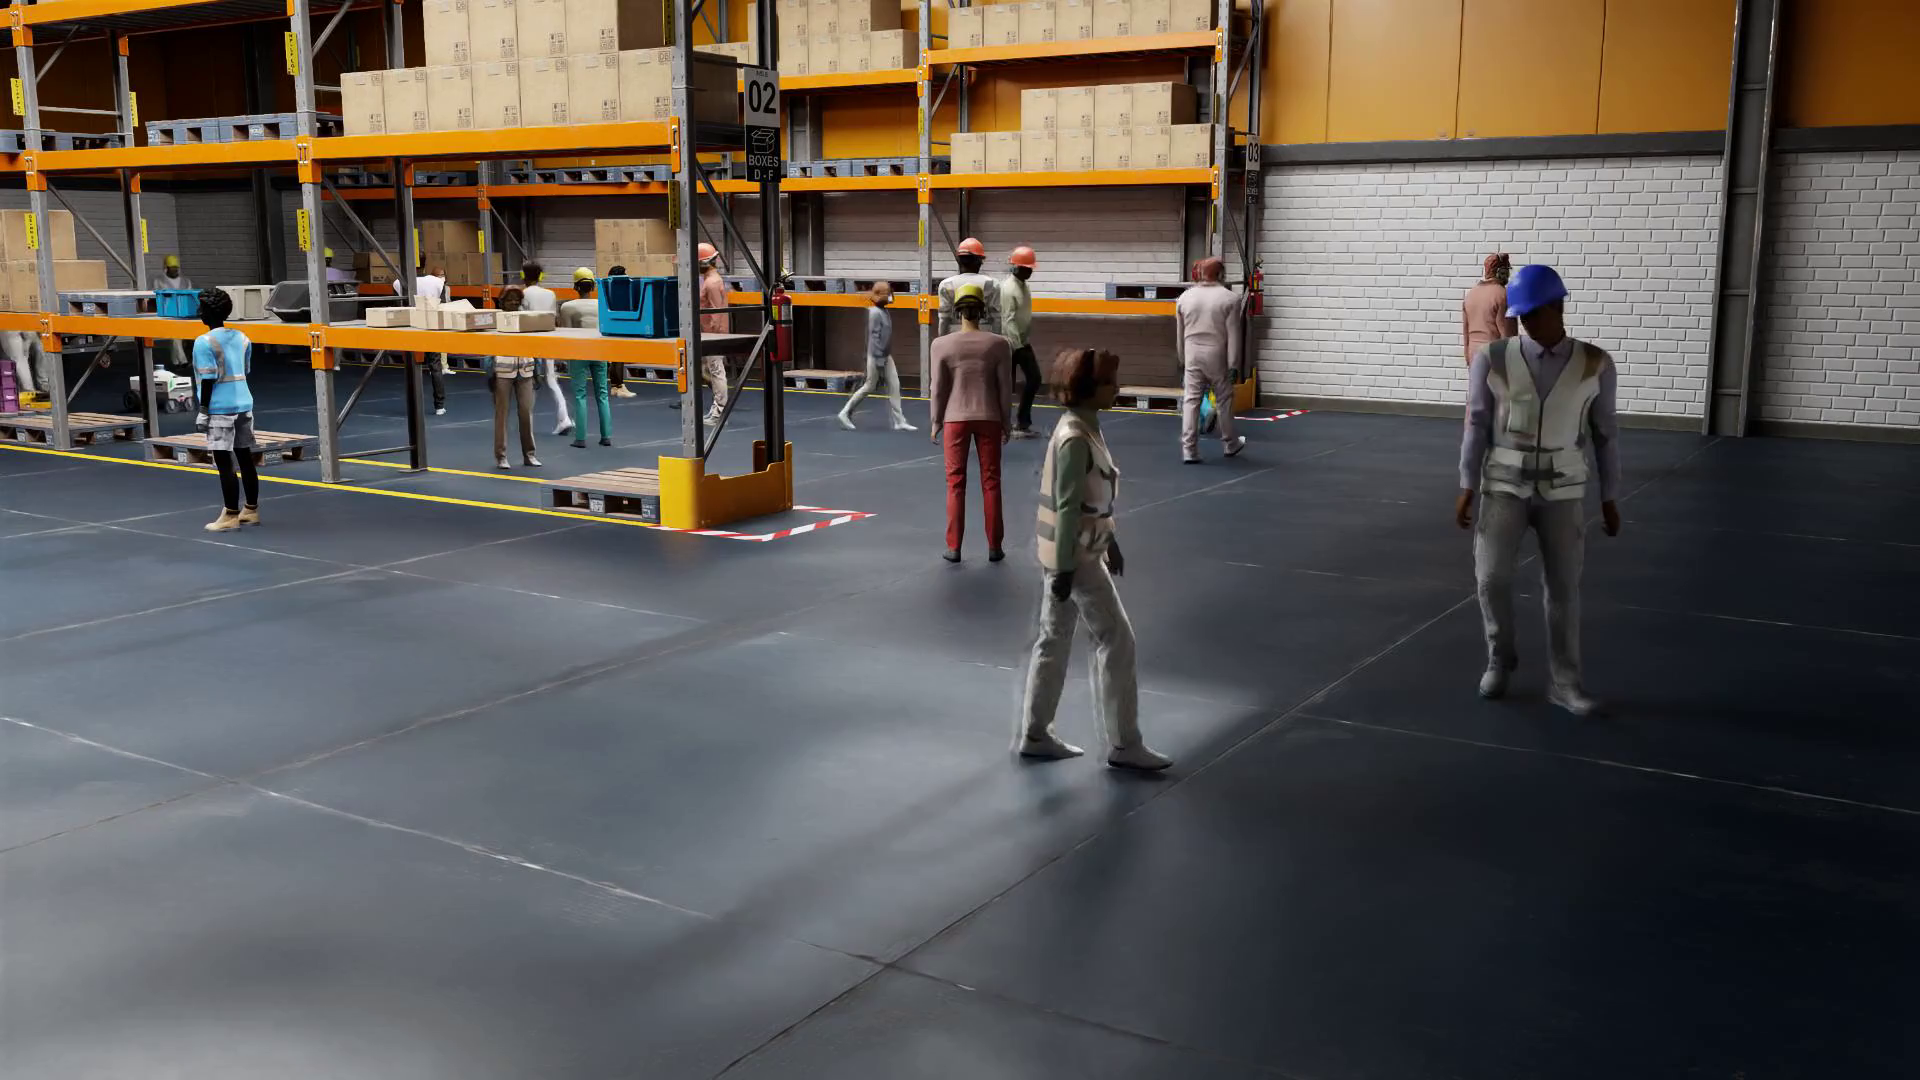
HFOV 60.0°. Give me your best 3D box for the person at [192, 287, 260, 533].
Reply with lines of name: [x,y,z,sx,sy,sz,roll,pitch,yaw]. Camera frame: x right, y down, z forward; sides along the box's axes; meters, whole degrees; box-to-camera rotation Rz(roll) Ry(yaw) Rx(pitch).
person: [-5.117,-0.900,11.569,0.321,1.697,0.529,2,10,11]

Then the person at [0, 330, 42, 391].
person: [-11.447,-2.532,20.022,0.861,1.905,0.647,6,12,30]

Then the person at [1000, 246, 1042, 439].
person: [0.587,-1.984,16.847,0.586,1.954,0.630,6,12,29]

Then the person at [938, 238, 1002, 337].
person: [0.100,-1.840,15.833,0.606,2.039,0.395,1,10,5]

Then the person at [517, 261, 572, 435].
person: [-4.405,-1.998,17.374,0.579,1.817,0.988,-8,13,-37]

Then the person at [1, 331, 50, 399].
person: [-12.041,-2.749,21.289,0.956,1.906,0.640,5,12,28]

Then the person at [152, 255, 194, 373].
person: [-11.966,-3.453,25.457,0.922,1.780,0.610,8,13,37]

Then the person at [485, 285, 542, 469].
person: [-3.970,-1.448,14.792,0.513,1.632,0.314,-8,13,-36]

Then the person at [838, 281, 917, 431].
person: [-0.894,-1.956,17.683,0.811,1.602,0.499,3,11,17]

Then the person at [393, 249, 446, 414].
person: [-6.229,-2.397,19.258,0.592,1.917,0.392,-5,11,-26]

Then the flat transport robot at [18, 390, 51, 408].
flat transport robot: [-11.537,-1.682,19.854,1.431,0.197,0.652,6,12,31]

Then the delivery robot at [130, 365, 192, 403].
delivery robot: [-9.400,-1.819,19.568,0.707,0.478,0.477,4,11,23]

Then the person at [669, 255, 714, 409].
person: [-3.153,-2.496,19.797,0.651,1.925,0.564,2,10,10]

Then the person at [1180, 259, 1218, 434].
person: [2.524,-1.974,17.164,0.567,1.828,0.646,-5,11,-26]

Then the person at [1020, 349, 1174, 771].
person: [0.552,0.082,6.377,0.706,1.613,0.518,0,10,1]

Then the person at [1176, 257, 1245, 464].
person: [2.318,-1.651,15.274,0.676,1.853,0.975,6,12,31]

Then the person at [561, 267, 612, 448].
person: [-3.663,-1.785,16.313,0.529,1.760,0.342,-7,12,-35]

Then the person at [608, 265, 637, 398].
person: [-4.392,-2.682,21.448,0.318,1.696,0.535,-5,11,-26]

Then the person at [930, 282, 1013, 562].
person: [0.069,-0.733,10.479,0.524,1.760,0.326,-1,10,-4]

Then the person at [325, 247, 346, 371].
person: [-9.784,-3.561,25.730,0.603,1.901,0.643,-10,14,-44]

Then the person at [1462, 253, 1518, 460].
person: [4.764,-1.600,14.867,0.407,1.910,0.640,-4,11,-19]

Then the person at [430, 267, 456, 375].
person: [-7.817,-3.286,25.000,0.279,1.623,0.492,5,11,24]

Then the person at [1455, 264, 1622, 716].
person: [2.472,-0.211,7.145,0.699,1.923,0.447,3,11,15]

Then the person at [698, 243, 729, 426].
person: [-2.731,-2.241,18.208,0.400,1.984,0.610,-2,10,-9]
